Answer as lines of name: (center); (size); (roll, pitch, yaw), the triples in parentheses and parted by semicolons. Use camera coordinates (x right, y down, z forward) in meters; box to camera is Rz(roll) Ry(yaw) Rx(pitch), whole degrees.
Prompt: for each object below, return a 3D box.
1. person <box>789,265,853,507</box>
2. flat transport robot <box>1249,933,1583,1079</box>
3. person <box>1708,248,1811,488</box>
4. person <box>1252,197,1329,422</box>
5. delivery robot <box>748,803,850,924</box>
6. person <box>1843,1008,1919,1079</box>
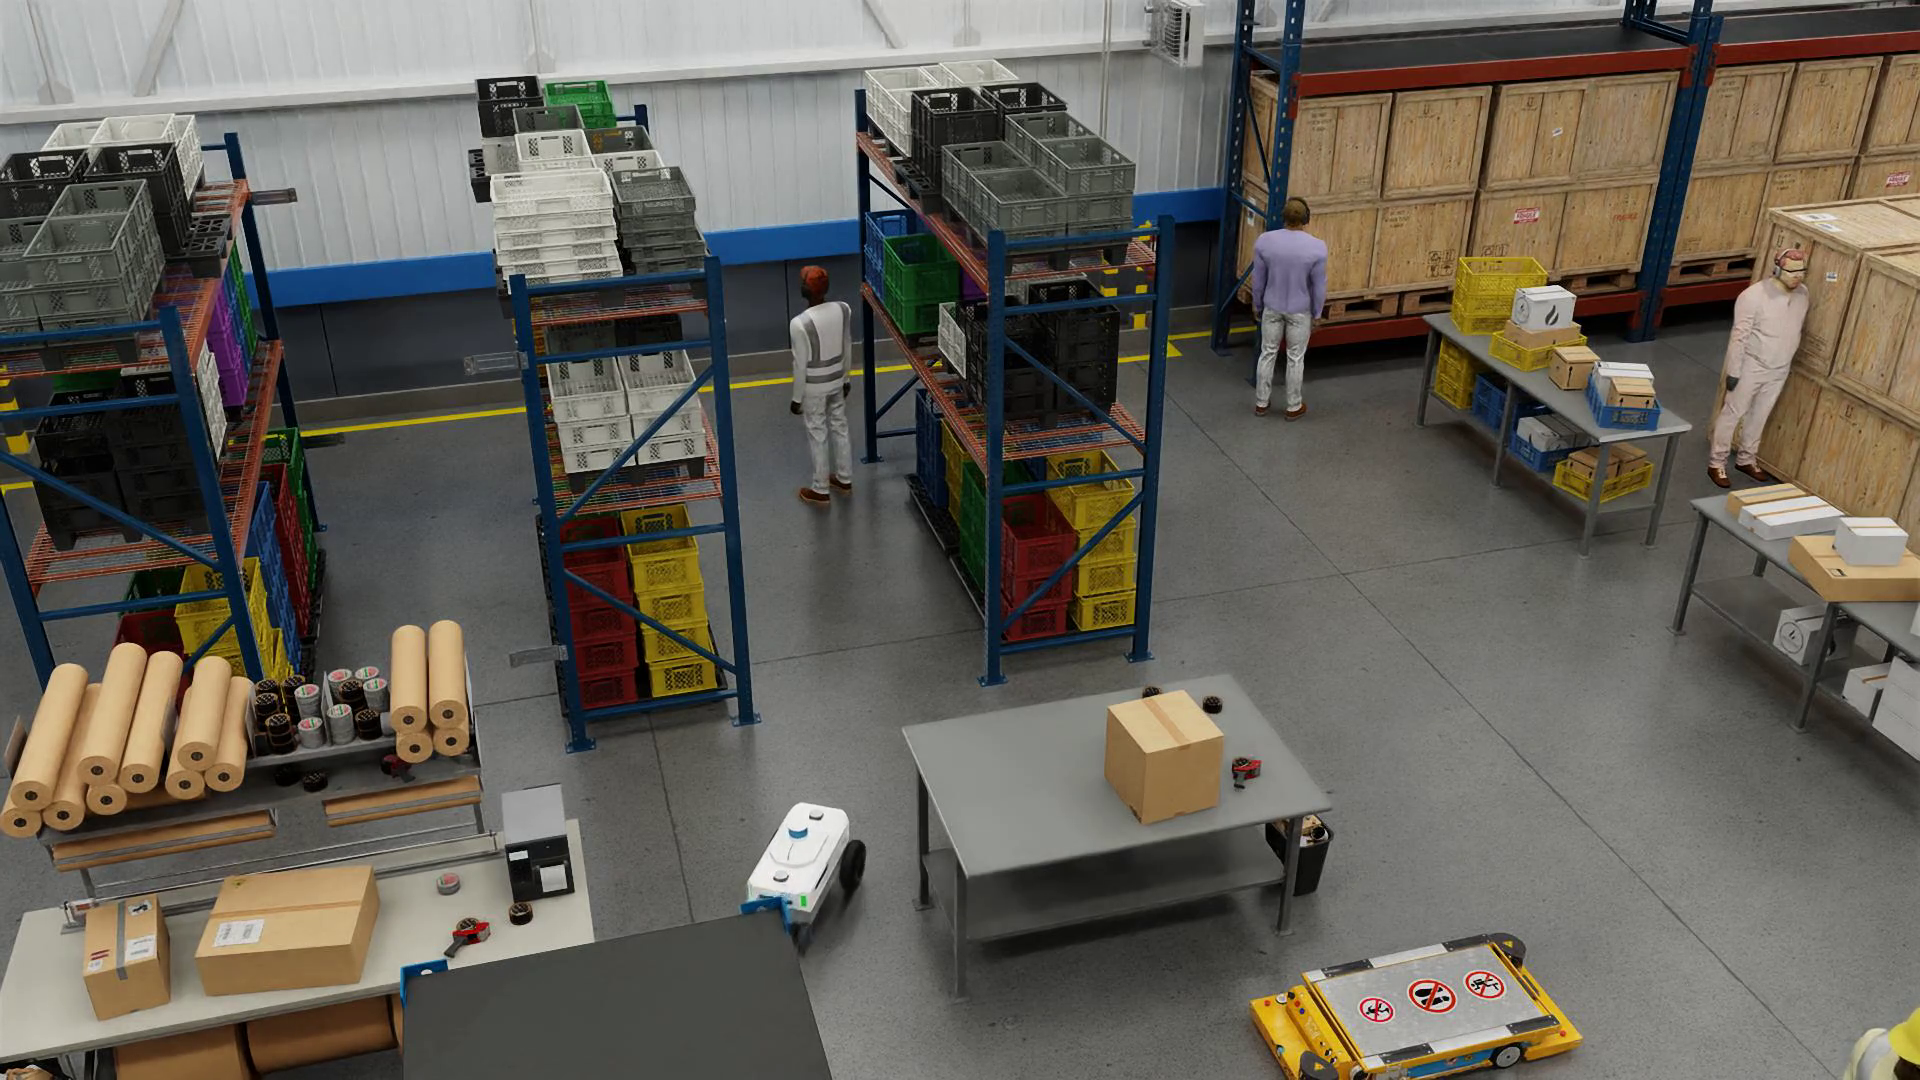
person: (-1.047, -1.166, 12.592); (0.338, 1.882, 0.582); (24, 37, 37)
flat transport robot: (2.184, 2.282, 7.980); (1.431, 0.197, 0.652); (-8, 30, -14)
person: (6.222, -1.333, 12.872); (0.638, 1.909, 0.407); (-8, 30, -15)
person: (2.741, -1.932, 13.931); (0.631, 1.940, 0.372); (13, 31, 22)
delivery robot: (-0.837, 1.679, 8.691); (0.477, 0.478, 0.707); (8, 30, 14)
person: (3.427, 2.405, 6.151); (0.404, 1.829, 0.591); (-16, 32, -26)
